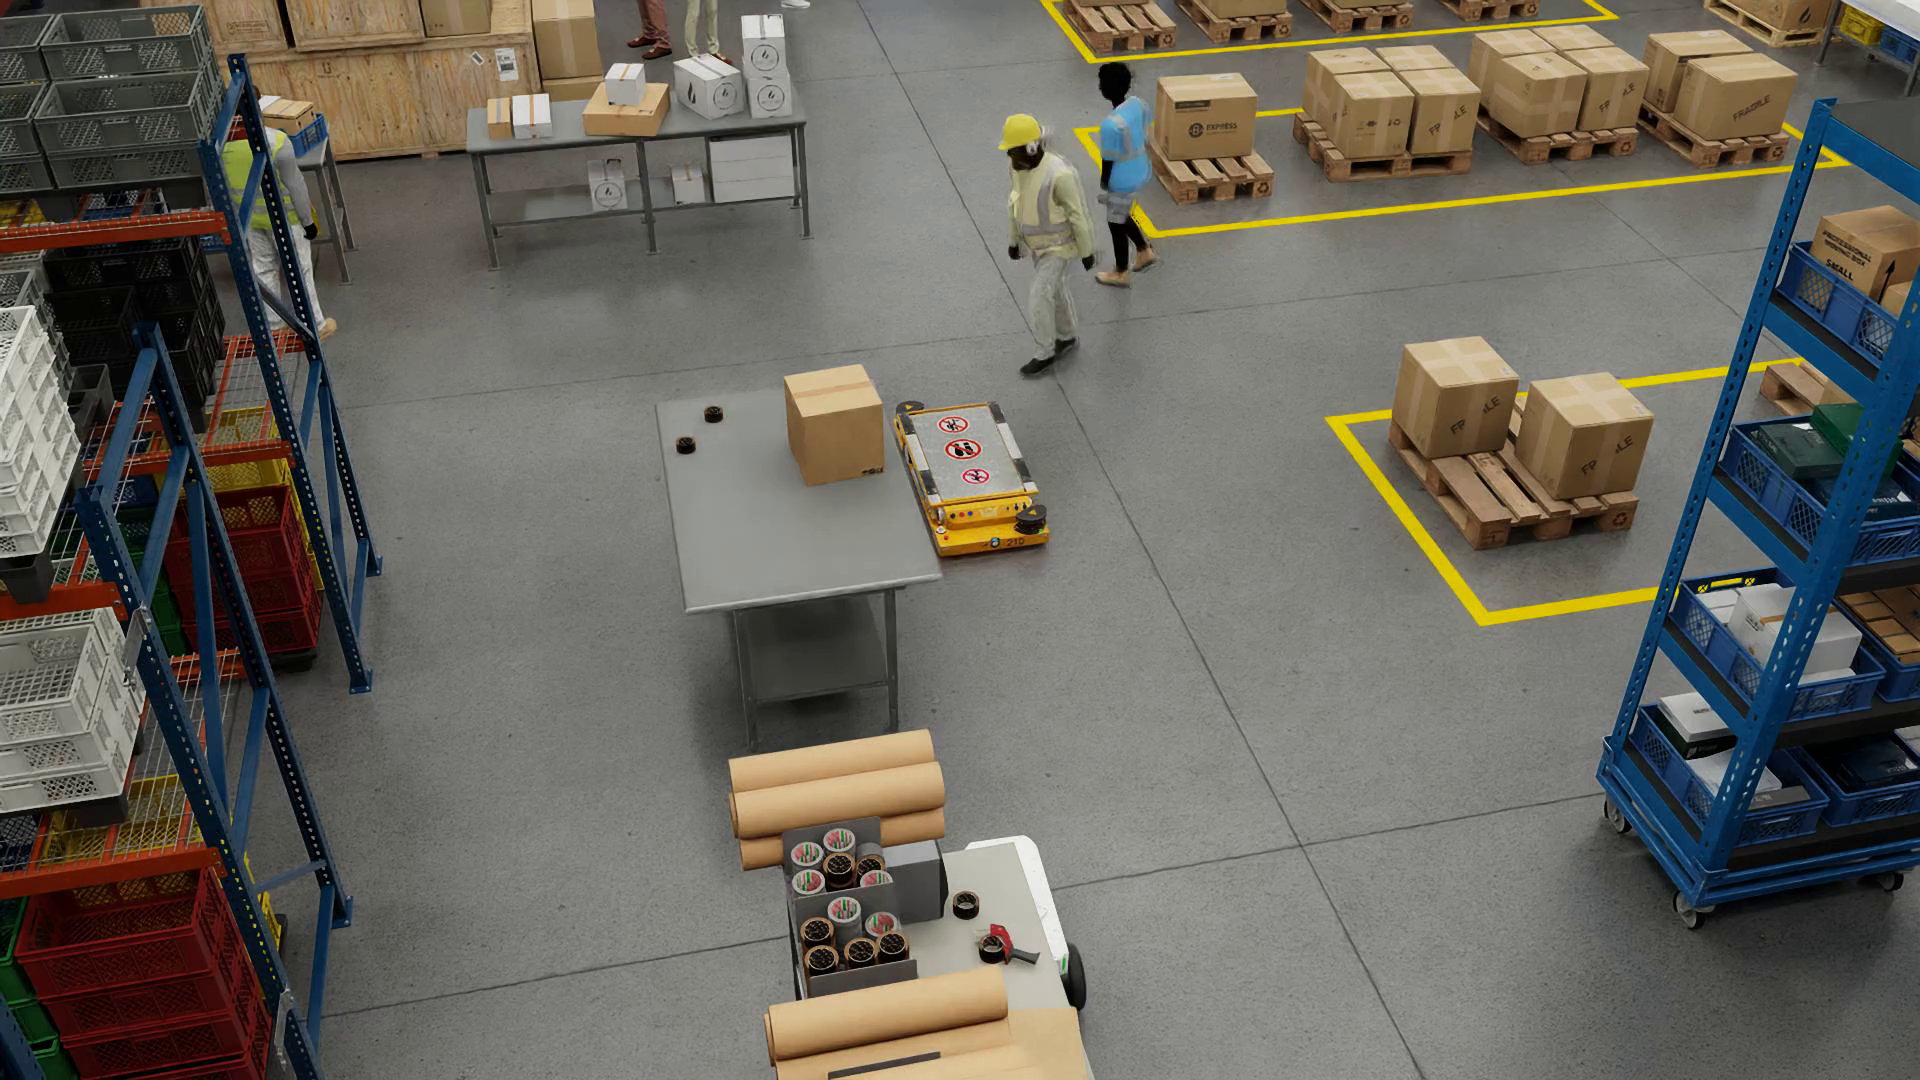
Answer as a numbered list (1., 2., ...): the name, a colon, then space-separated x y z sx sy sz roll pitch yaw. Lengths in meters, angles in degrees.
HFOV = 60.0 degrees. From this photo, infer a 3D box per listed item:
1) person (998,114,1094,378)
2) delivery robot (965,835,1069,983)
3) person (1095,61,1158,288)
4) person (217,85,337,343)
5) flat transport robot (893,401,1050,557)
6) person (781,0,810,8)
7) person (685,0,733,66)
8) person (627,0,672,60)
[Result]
1. person: 0.546 -1.943 10.896 0.700 1.771 0.614 -20 41 -25
2. delivery robot: 0.226 1.590 7.082 0.477 0.478 0.707 -6 37 -8
3. person: 1.148 -2.570 11.809 0.403 1.678 0.526 15 39 19
4. person: -4.615 -2.183 11.169 0.619 1.836 0.430 9 38 13
5. flat transport robot: 0.046 -0.430 10.108 0.652 0.197 1.431 -8 37 -10
6. person: -1.755 -6.358 16.704 0.391 1.920 0.587 -4 37 -5
7. person: -2.379 -5.224 15.231 0.509 1.862 0.332 -28 45 -33
8. person: -3.033 -5.496 15.572 0.397 1.899 0.635 -19 41 -23
